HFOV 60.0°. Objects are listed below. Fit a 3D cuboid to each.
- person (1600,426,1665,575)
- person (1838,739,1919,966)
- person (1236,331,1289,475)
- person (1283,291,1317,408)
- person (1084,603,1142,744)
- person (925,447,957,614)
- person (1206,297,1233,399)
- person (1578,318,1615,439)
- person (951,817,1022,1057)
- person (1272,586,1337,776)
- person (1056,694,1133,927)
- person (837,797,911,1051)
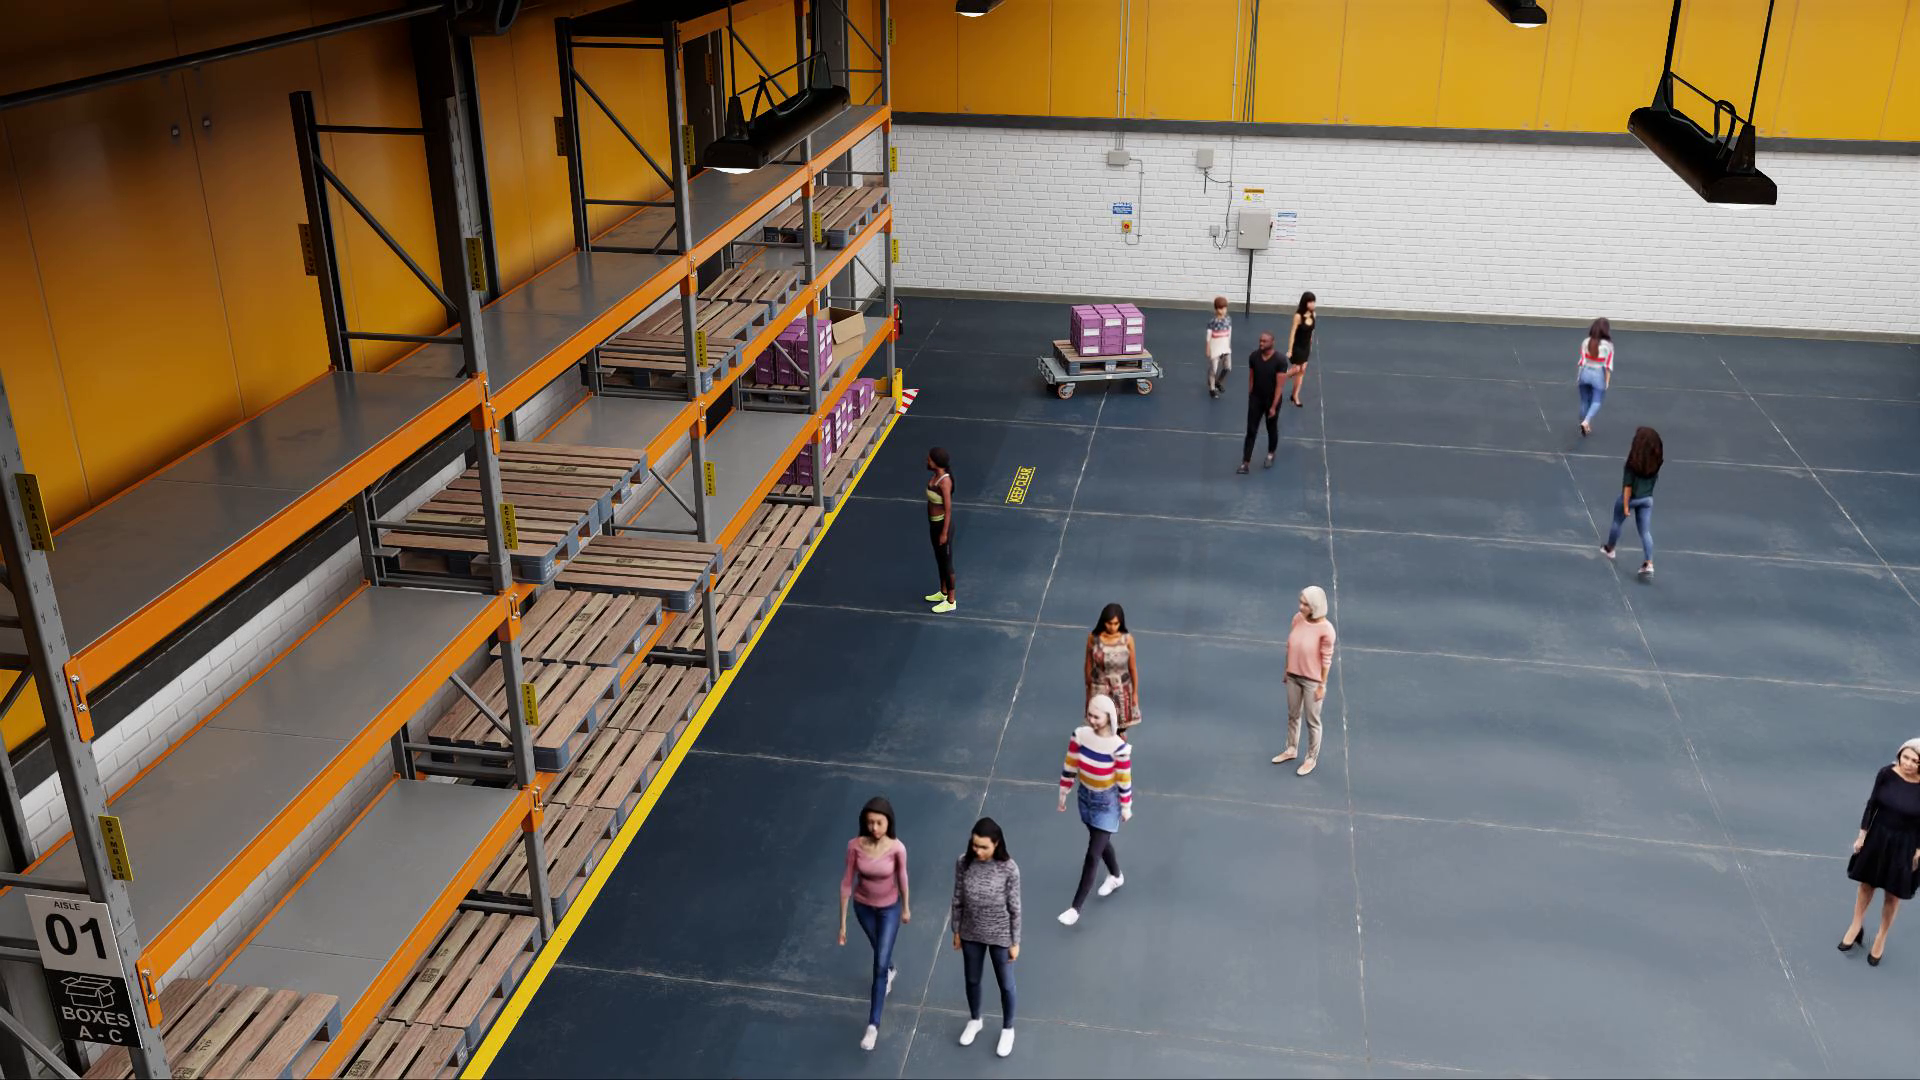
[{"bbox_3d":[7.256,-0.394,17.699,0.825,1.580,1.169,-3,24,-7],"label":"person"},{"bbox_3d":[6.523,2.154,11.663,0.743,1.747,0.700,-20,30,-38],"label":"person"},{"bbox_3d":[3.807,-1.692,20.435,0.977,1.768,1.265,14,27,30],"label":"person"},{"bbox_3d":[4.593,-2.628,22.743,0.831,1.633,0.890,-15,28,-31],"label":"person"},{"bbox_3d":[1.278,1.221,13.947,0.651,1.626,0.850,4,24,10],"label":"person"},{"bbox_3d":[-0.178,-0.120,16.857,0.696,1.753,0.570,-6,24,-13],"label":"person"},{"bbox_3d":[3.581,-2.700,23.163,0.631,1.429,0.661,-7,25,-16],"label":"person"},{"bbox_3d":[8.152,-2.063,21.493,0.822,1.600,0.959,18,29,35],"label":"person"},{"bbox_3d":[0.187,2.538,10.803,0.646,1.731,0.577,8,25,17],"label":"person"},{"bbox_3d":[2.921,1.154,13.989,0.722,1.716,0.679,-18,30,-36],"label":"person"},{"bbox_3d":[1.069,1.917,12.192,1.033,1.757,1.216,19,30,37],"label":"person"},{"bbox_3d":[-0.535,2.428,11.104,0.588,1.693,1.143,5,24,11],"label":"person"}]
